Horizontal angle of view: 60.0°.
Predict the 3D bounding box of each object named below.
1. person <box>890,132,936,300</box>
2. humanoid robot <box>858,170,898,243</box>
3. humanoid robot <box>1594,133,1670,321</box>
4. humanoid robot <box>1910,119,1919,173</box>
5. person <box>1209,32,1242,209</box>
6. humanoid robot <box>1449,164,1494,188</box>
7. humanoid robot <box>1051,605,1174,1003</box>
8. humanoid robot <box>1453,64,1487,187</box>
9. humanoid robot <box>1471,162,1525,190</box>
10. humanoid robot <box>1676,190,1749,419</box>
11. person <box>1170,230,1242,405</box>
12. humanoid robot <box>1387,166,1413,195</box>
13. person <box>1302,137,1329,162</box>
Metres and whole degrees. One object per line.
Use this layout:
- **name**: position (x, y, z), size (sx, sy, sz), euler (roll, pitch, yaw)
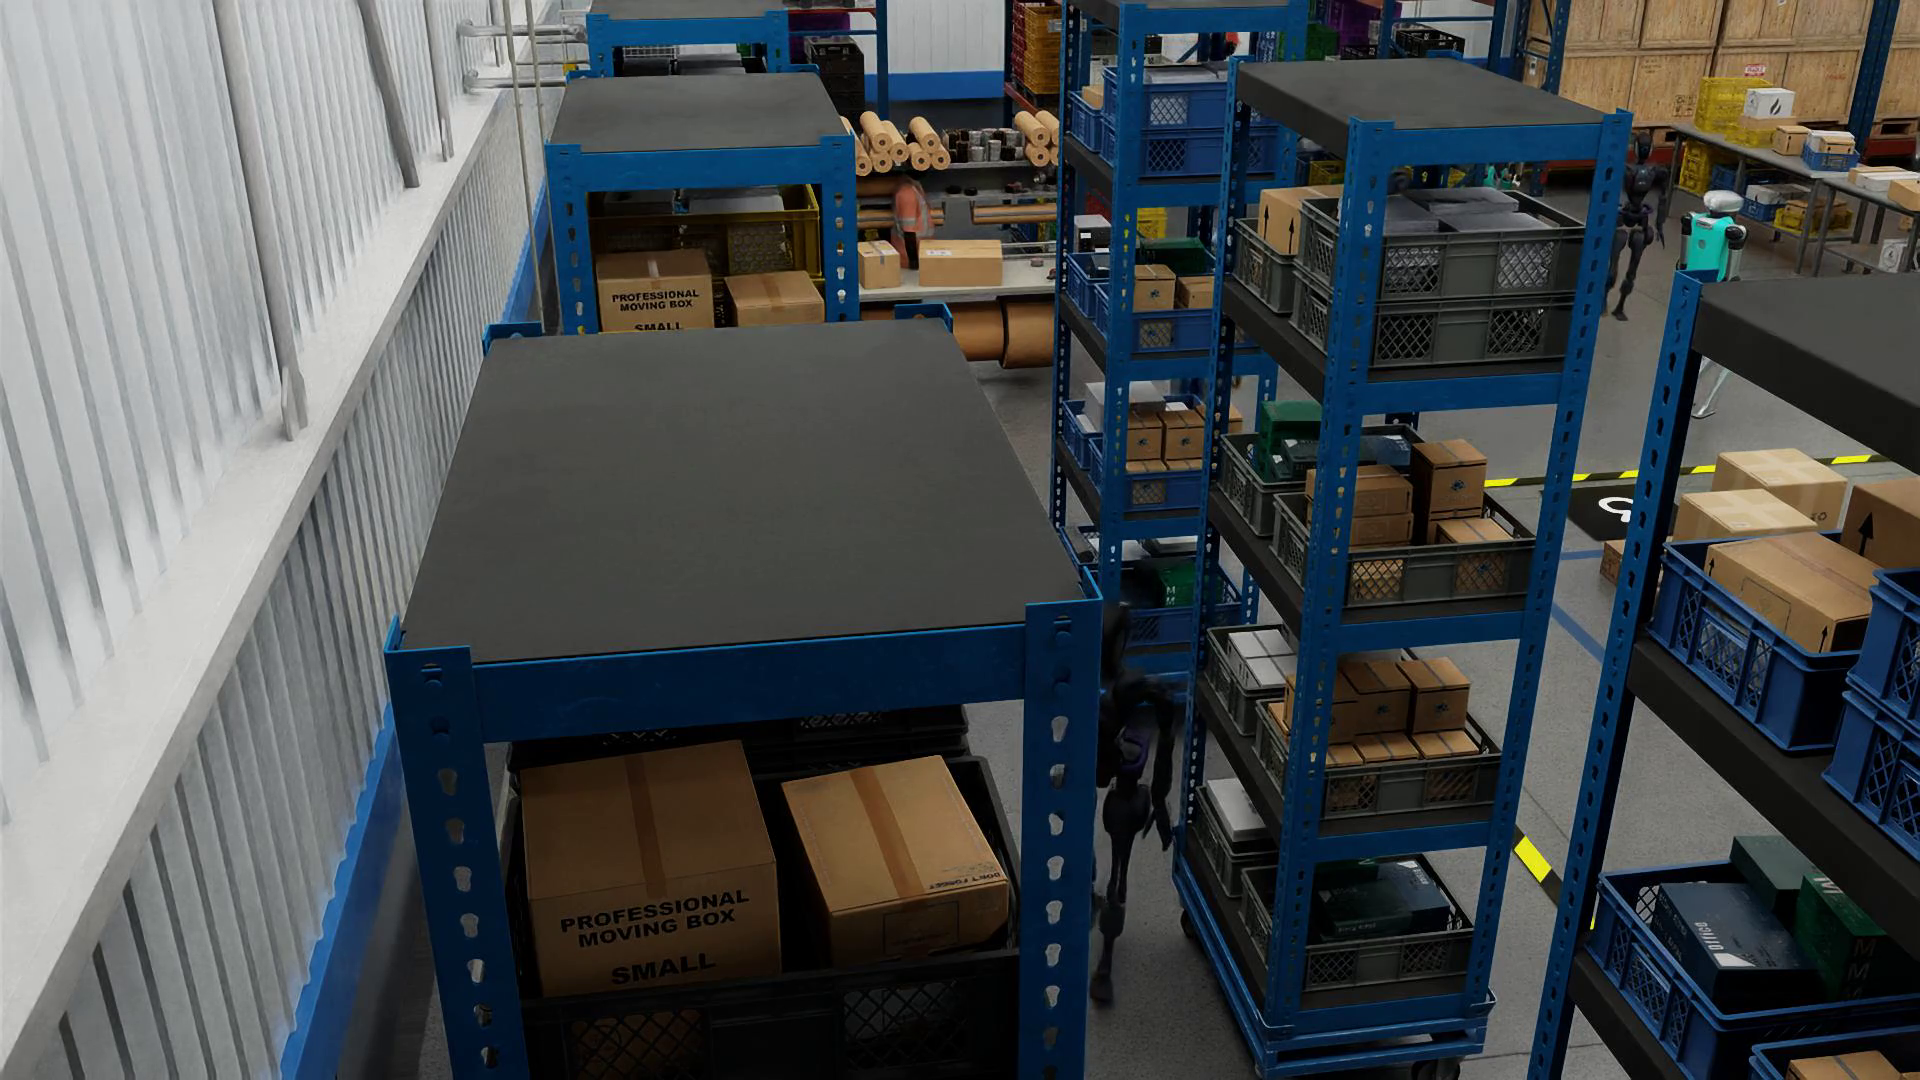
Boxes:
- **person**: position (-0.364, -2.229, 13.123), size (0.376, 1.958, 0.602), euler (-1, 25, -2)
- **humanoid robot**: position (-0.554, -2.255, 13.522), size (0.589, 1.646, 0.457), euler (11, 27, 23)
- **humanoid robot**: position (5.883, -2.734, 14.559), size (0.609, 1.647, 0.334), euler (1, 25, 3)
- **humanoid robot**: position (9.165, -3.195, 15.553), size (0.539, 1.832, 0.731), euler (8, 26, 16)
- **person**: position (2.750, -4.612, 18.232), size (0.603, 2.016, 0.628), euler (-5, 25, -11)
- **humanoid robot**: position (5.271, -3.892, 17.090), size (0.586, 1.640, 0.612), euler (-17, 30, -32)
- **humanoid robot**: position (0.537, 0.984, 6.525), size (0.612, 1.620, 0.772), euler (7, 26, 14)
- **humanoid robot**: position (5.609, -4.347, 18.073), size (0.615, 1.633, 0.543), euler (-4, 25, -10)
- **humanoid robot**: position (5.381, -3.699, 16.493), size (0.531, 1.723, 0.723), euler (15, 29, 30)
- **humanoid robot**: position (5.570, -1.729, 12.144), size (0.735, 1.673, 0.533), euler (-11, 27, -23)
- **person**: position (1.603, -1.179, 11.023), size (0.612, 1.819, 0.435), euler (7, 26, 15)
- **humanoid robot**: position (3.627, -2.639, 14.378), size (0.552, 1.631, 0.613), euler (1, 25, 1)
- **person**: position (4.196, -4.988, 19.228), size (0.616, 1.862, 0.596), euler (-2, 25, -4)
